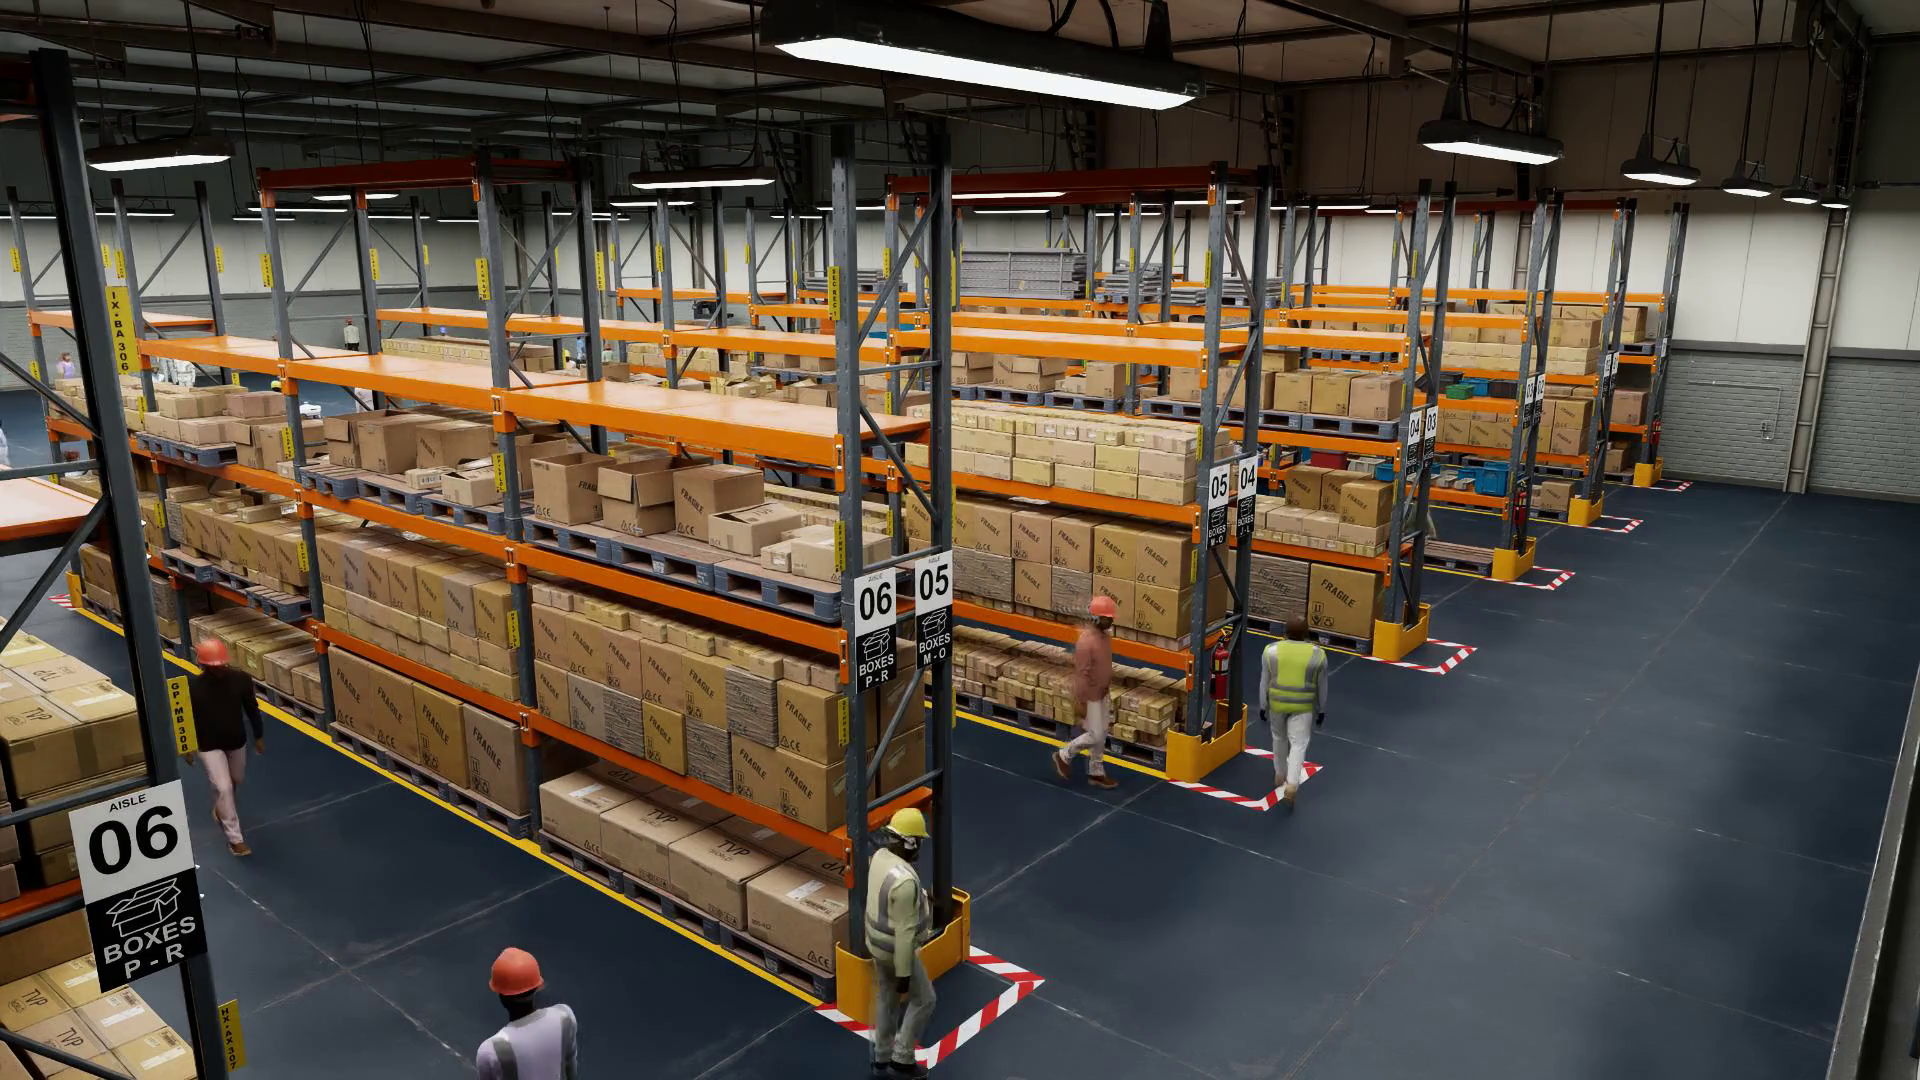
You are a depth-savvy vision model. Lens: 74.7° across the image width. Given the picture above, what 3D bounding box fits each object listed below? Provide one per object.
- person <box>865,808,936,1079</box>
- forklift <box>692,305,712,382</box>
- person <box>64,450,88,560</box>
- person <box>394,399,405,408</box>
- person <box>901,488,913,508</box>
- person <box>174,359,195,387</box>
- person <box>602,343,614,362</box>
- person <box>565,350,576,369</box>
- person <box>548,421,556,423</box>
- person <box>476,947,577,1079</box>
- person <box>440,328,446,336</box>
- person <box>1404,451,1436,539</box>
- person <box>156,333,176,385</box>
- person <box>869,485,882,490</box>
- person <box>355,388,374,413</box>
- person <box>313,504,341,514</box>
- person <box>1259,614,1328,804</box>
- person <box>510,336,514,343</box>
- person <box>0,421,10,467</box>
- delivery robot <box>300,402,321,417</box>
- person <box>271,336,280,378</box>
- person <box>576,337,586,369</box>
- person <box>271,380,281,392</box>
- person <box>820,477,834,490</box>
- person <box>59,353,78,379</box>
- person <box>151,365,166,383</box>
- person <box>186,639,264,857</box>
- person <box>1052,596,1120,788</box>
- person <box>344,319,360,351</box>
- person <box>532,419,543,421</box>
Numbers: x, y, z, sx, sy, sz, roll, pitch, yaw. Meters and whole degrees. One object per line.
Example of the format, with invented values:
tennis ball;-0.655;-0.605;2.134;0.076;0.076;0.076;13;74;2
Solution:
person;-0.378;2.621;8.118;0.473;1.787;0.666;-5;15;-20
forklift;-9.511;-7.392;47.124;1.873;2.768;1.129;11;17;38
person;-14.757;-0.588;21.157;0.467;1.872;0.585;-6;15;-22
person;-16.010;-4.156;35.714;0.428;1.919;0.567;6;15;25
person;-0.762;0.141;18.323;0.590;1.800;0.901;-11;17;-37
person;-23.716;-4.902;38.532;0.605;2.045;0.378;0;14;1
person;-12.445;-6.166;44.615;0.419;1.616;0.515;12;18;40
person;-12.157;-4.943;38.998;0.591;1.907;0.744;-9;16;-33
person;-9.824;-2.944;30.709;0.372;1.936;0.627;11;18;38
person;-2.265;2.958;6.489;0.872;1.903;0.579;12;18;40
person;-19.619;-7.105;47.901;0.610;1.897;0.982;-6;15;-23
person;8.312;-0.828;22.731;0.497;1.585;0.877;-11;18;-39
person;-28.466;-6.451;45.126;0.372;1.940;0.627;11;18;38
person;-1.605;-1.378;24.054;0.388;2.036;0.605;11;18;38
person;-15.227;-3.341;32.398;0.407;1.910;0.640;11;18;38
person;-12.267;-1.310;24.147;0.848;1.887;0.650;7;15;27
person;3.213;1.624;12.199;0.637;1.813;0.865;5;15;19
person;-17.427;-7.210;48.412;0.645;1.870;0.933;-4;14;-17
person;-20.349;-1.806;26.565;0.749;1.671;0.536;-6;15;-24
delivery robot;-19.228;-3.818;37.073;0.477;0.478;0.707;11;17;38
person;-25.973;-6.980;48.010;0.350;1.605;0.629;3;14;11
person;-14.876;-7.266;49.057;0.850;1.650;0.544;-4;14;-18
person;-16.647;-2.958;30.863;0.595;1.896;0.887;-9;16;-33
person;-2.676;-1.888;26.230;0.703;2.000;0.712;5;15;21
person;-27.707;-4.925;39.152;0.958;1.804;0.591;-2;14;-8
person;-23.675;-4.348;37.128;0.621;1.618;0.528;11;18;39
person;-6.645;1.771;11.310;0.980;1.950;0.627;12;18;41
person;1.285;1.491;12.374;0.553;1.971;0.631;8;16;31
person;-25.199;-8.189;52.170;0.391;1.988;0.611;11;18;38
person;-11.173;-3.563;33.256;0.490;1.932;0.654;13;19;43
